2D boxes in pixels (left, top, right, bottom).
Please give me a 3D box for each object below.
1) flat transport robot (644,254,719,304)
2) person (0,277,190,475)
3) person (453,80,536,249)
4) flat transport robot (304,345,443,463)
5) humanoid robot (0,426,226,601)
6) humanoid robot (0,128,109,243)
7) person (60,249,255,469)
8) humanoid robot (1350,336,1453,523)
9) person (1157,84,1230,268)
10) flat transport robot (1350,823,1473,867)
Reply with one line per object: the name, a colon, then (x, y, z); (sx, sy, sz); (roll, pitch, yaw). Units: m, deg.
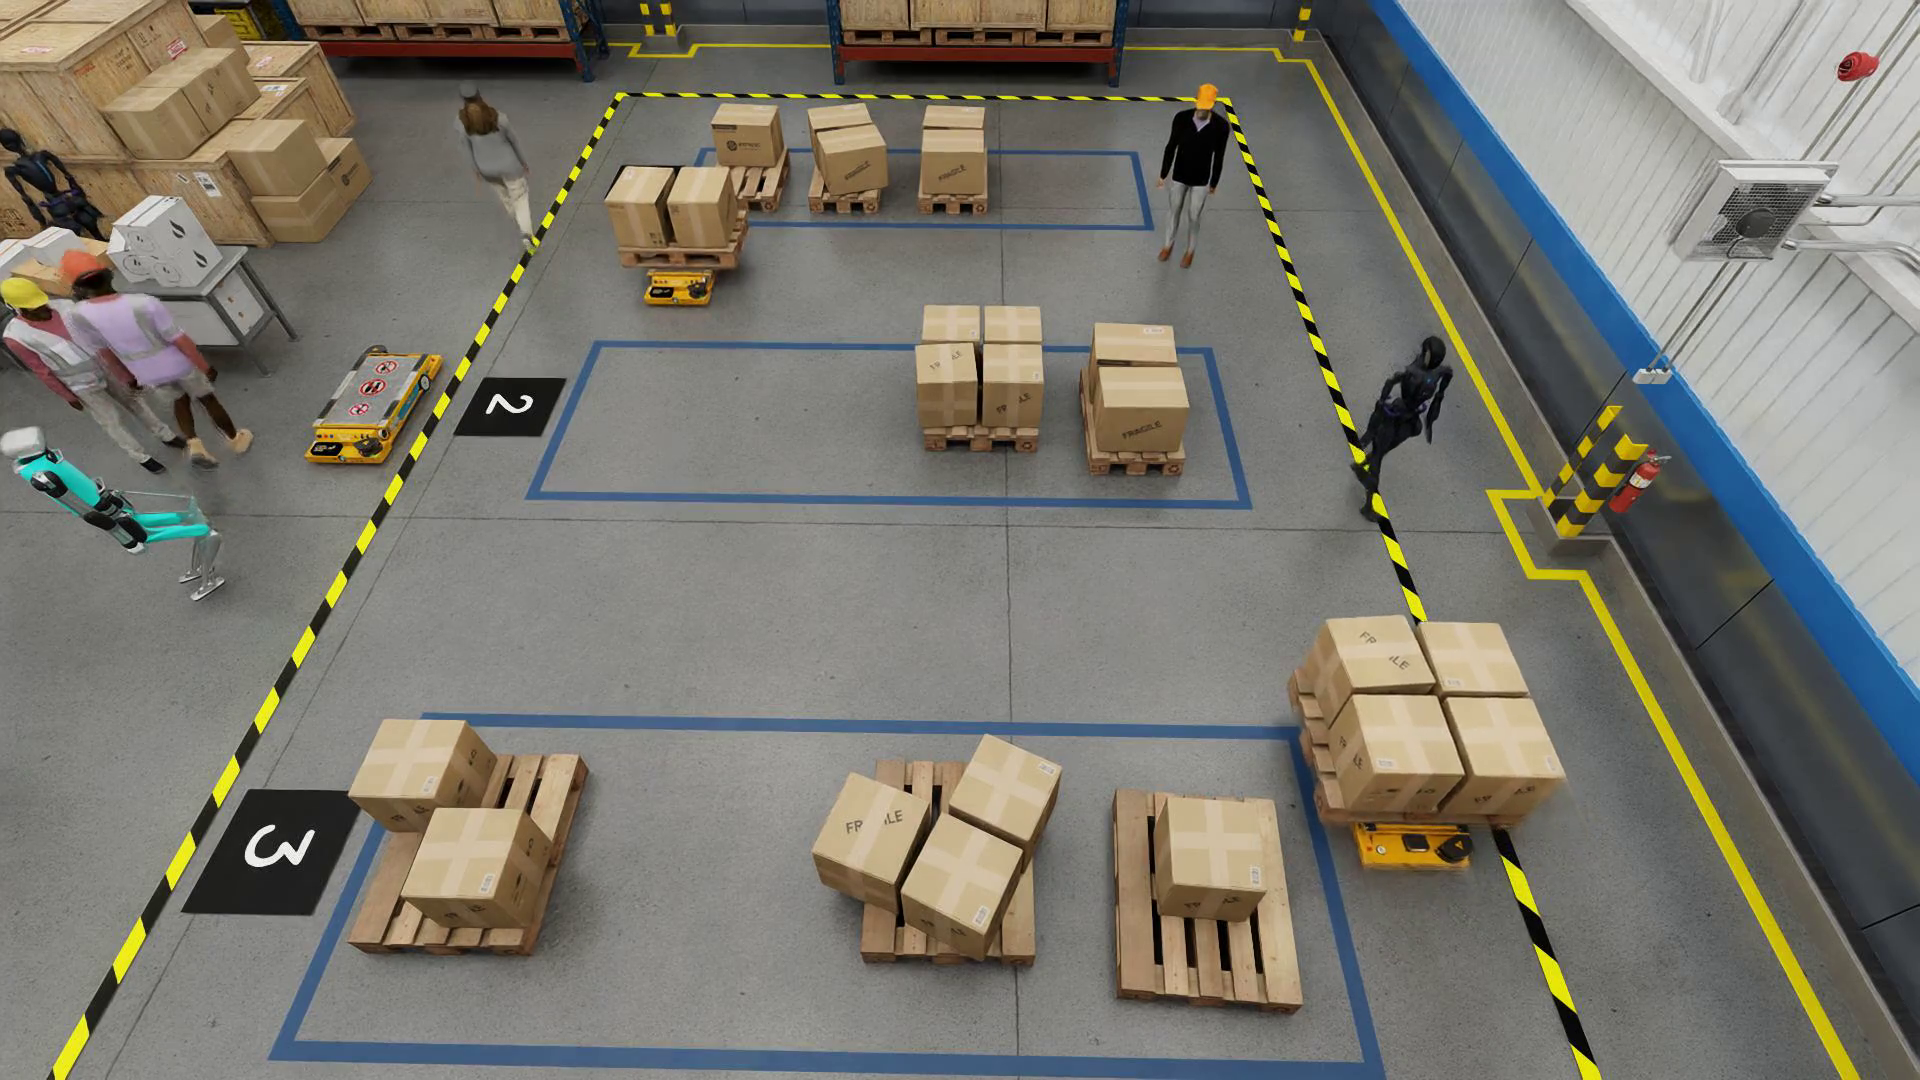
flat transport robot: (-2.940, -3.057, 9.936); (0.652, 0.197, 1.431); (1, 50, 1)
person: (-7.064, -1.335, 7.474); (0.404, 1.828, 0.586); (13, 51, 11)
person: (-4.910, -3.979, 9.767); (0.570, 1.741, 0.778); (-9, 50, -8)
flat transport robot: (-5.383, -1.269, 8.441); (0.659, 0.231, 1.431); (1, 50, 1)
humanoid robot: (-5.804, -0.239, 6.519); (0.735, 1.677, 0.533); (-36, 59, -26)
humanoid robot: (-8.970, -3.296, 9.240); (0.524, 1.641, 0.610); (8, 50, 7)
person: (-6.429, -1.374, 7.385); (0.633, 2.014, 0.577); (-17, 52, -14)
humanoid robot: (3.494, -0.897, 7.229); (0.583, 1.625, 0.765); (-7, 50, -6)
person: (2.384, -3.759, 9.495); (0.600, 1.882, 0.400); (22, 53, 18)
flat transport robot: (2.855, 1.443, 6.128); (0.652, 0.197, 1.431); (1, 50, 1)
